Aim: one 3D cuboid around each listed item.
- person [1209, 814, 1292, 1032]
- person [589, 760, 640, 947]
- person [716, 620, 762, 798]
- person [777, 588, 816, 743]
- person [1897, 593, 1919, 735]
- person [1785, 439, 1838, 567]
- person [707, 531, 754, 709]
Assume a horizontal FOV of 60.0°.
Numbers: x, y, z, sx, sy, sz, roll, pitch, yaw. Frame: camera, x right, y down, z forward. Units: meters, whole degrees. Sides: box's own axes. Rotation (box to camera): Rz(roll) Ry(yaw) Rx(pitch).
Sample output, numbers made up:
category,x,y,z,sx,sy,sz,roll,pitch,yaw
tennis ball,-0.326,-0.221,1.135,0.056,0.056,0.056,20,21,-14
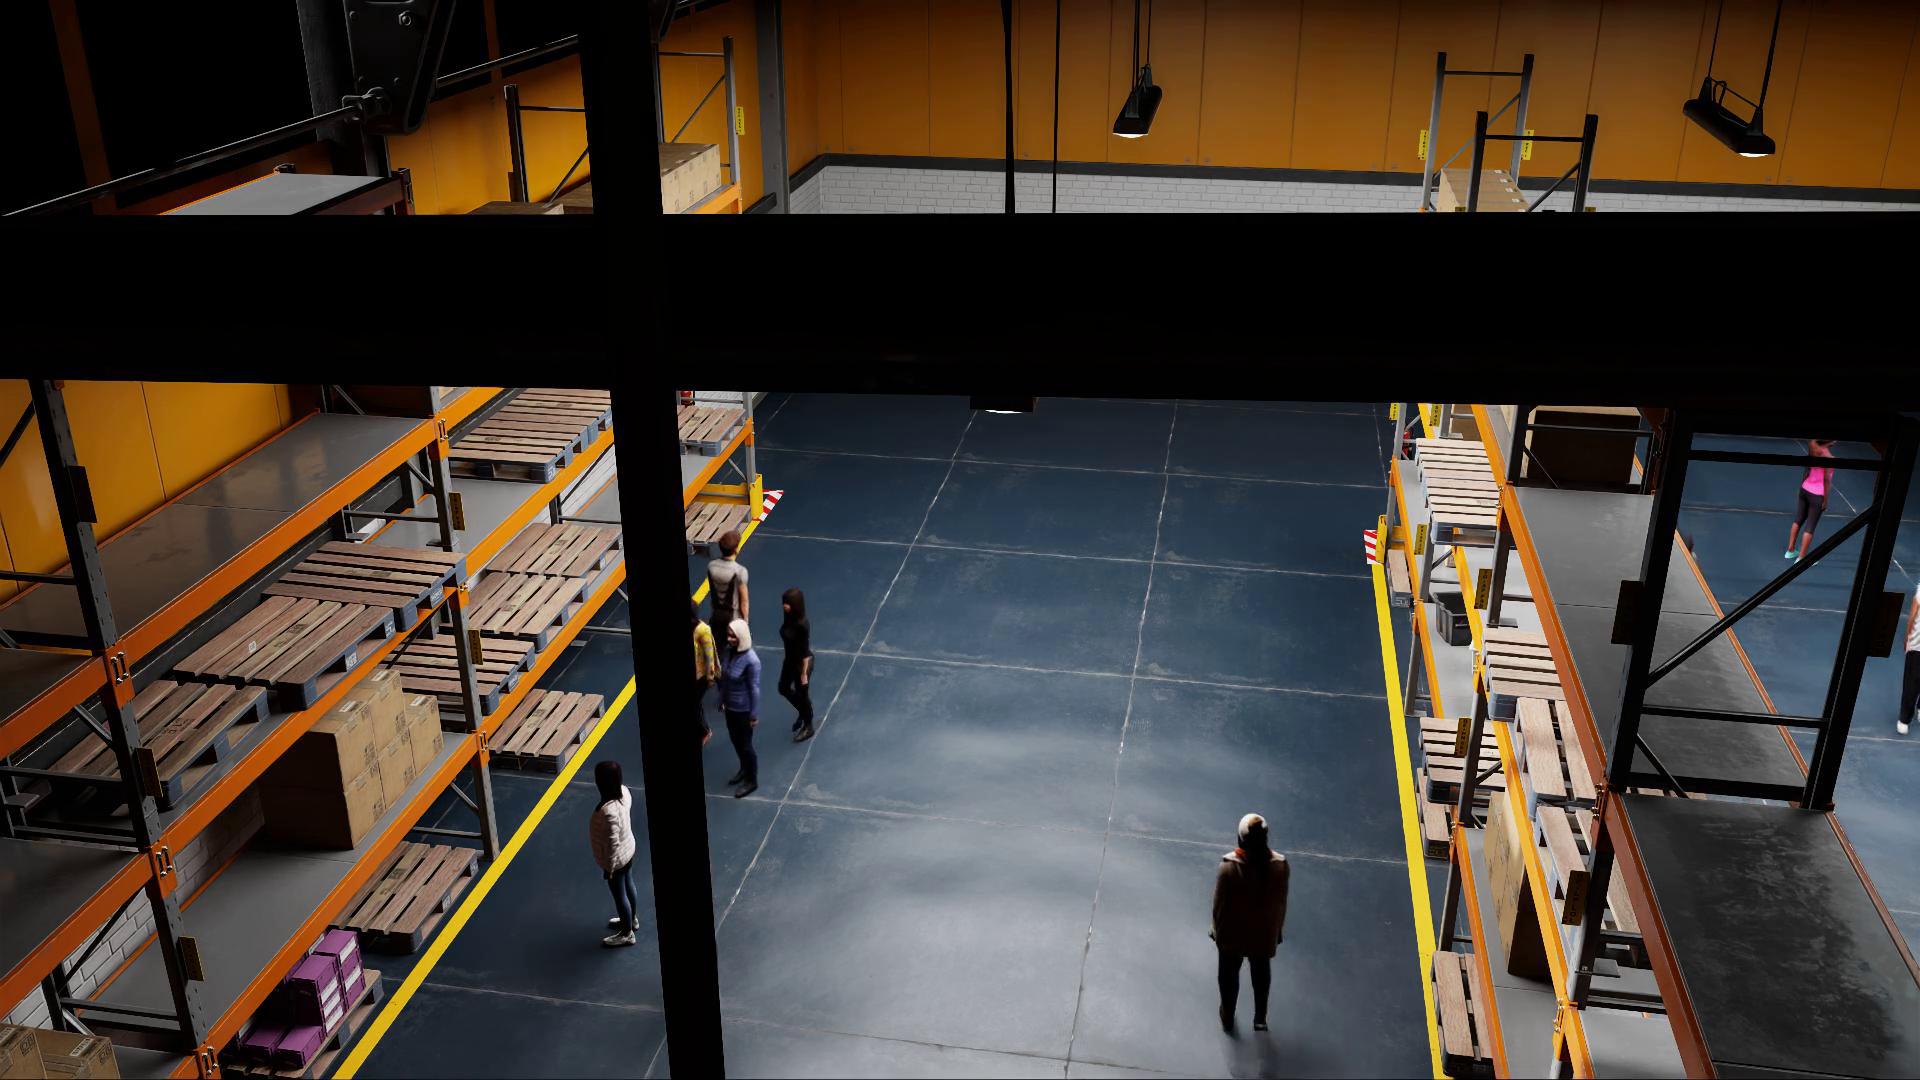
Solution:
category,x,y,z,sx,sy,sz,roll,pitch,yaw
person,2.102,2.837,12.102,0.784,1.878,0.876,-1,24,-2
person,-2.732,2.473,13.234,0.710,1.638,0.524,1,24,2
person,-2.007,1.493,15.350,0.806,1.737,0.767,-20,30,-38
person,-1.509,1.177,16.206,0.771,1.631,0.715,-17,29,-33
person,9.614,1.066,16.428,0.862,1.658,1.087,11,26,24
person,10.272,-0.546,20.033,0.693,1.724,0.580,-4,24,-8
person,-2.351,0.842,16.681,0.710,1.865,0.800,6,24,13
